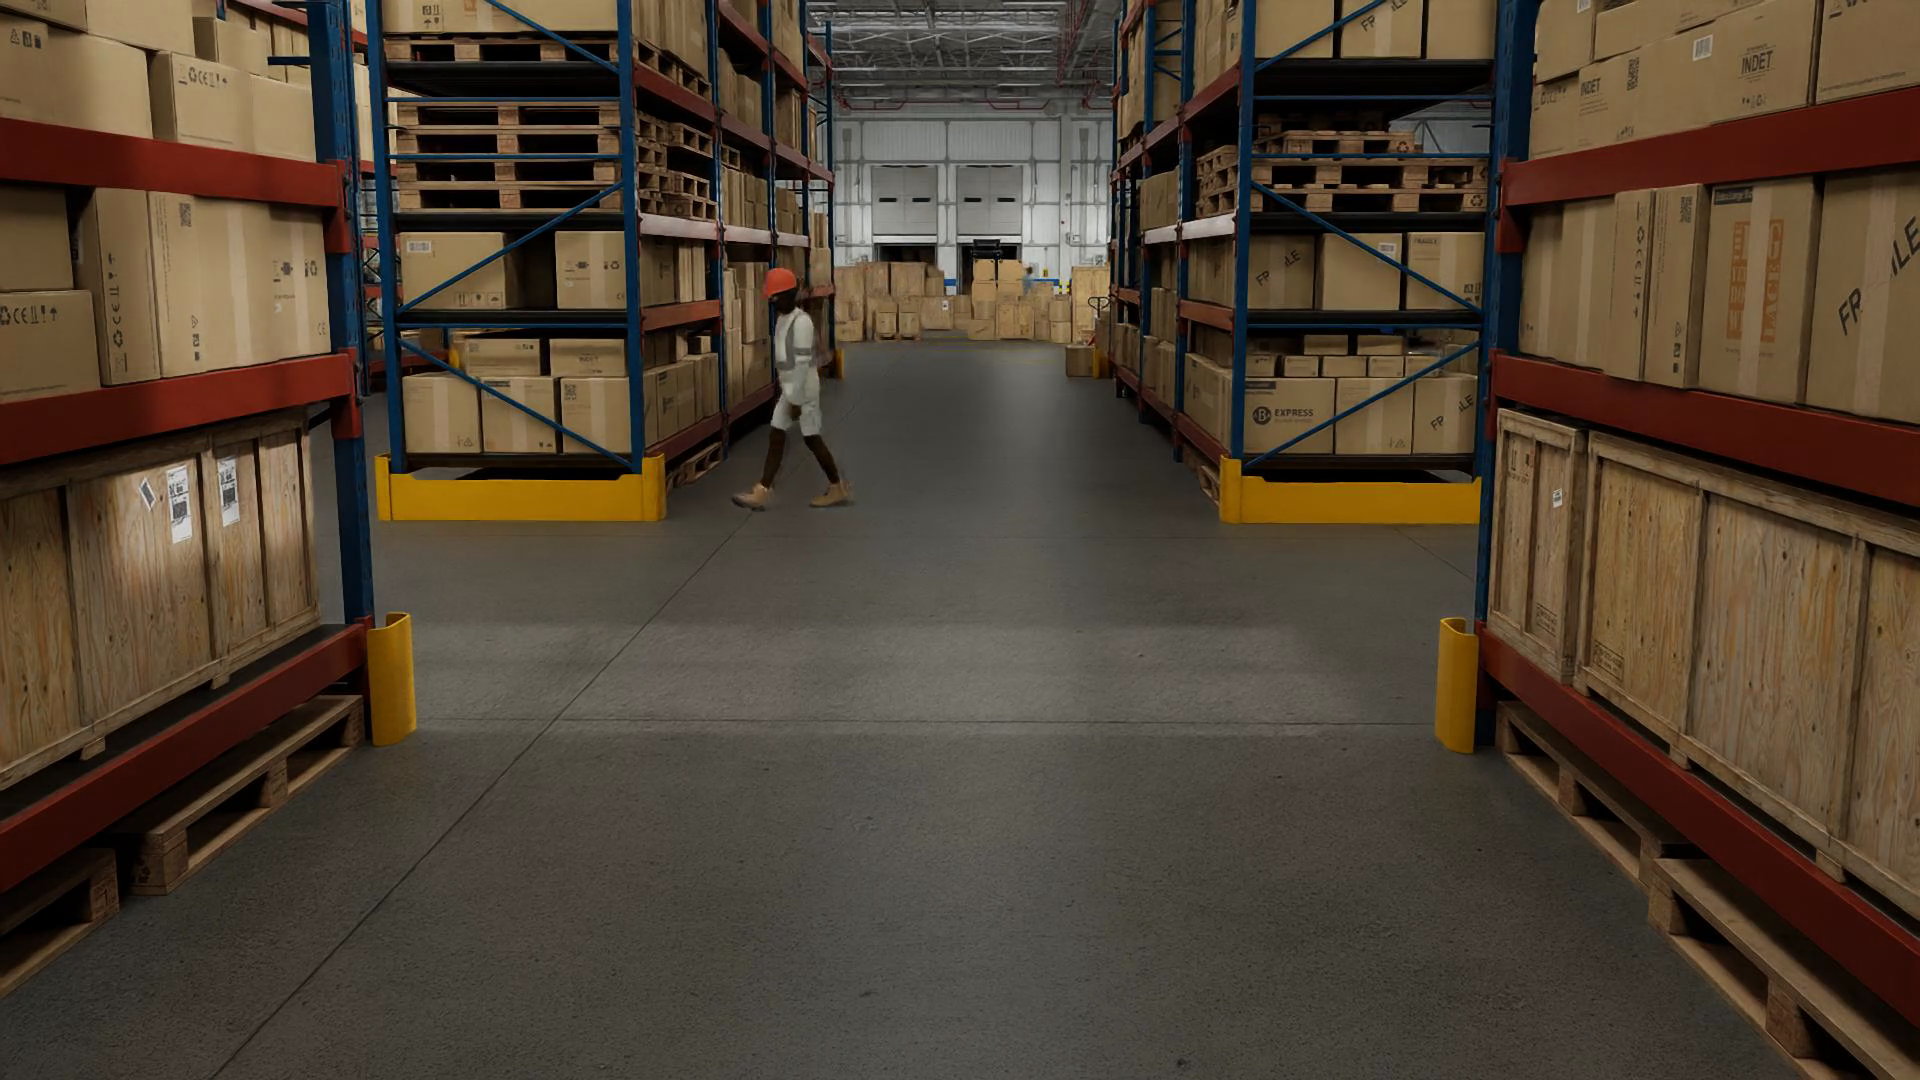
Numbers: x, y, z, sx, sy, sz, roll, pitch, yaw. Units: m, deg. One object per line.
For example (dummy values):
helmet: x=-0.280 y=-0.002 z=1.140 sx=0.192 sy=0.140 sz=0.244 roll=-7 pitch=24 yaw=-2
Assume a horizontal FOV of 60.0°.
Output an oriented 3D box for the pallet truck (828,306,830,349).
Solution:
pallet truck: x=-3.100 y=-3.940 z=29.800 sx=1.885 sy=1.965 sz=0.823 roll=3 pitch=10 yaw=19

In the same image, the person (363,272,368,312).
person: x=-23.910 y=-10.020 z=66.303 sx=0.619 sy=1.974 sz=0.425 roll=-8 pitch=13 yaw=-41

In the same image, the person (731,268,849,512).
person: x=-1.356 y=-1.203 z=13.495 sx=1.013 sy=1.975 sz=0.688 roll=-5 pitch=11 yaw=-26

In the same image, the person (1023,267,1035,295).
person: x=2.389 y=-8.360 z=56.633 sx=1.059 sy=1.877 sz=0.652 roll=-2 pitch=10 yaw=-14

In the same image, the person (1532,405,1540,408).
person: x=6.170 y=-1.695 z=17.477 sx=0.519 sy=1.618 sz=0.698 roll=2 pitch=10 yaw=14

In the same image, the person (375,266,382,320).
person: x=-20.600 y=-8.772 z=59.080 sx=0.355 sy=1.886 sz=0.572 roll=-3 pitch=10 yaw=-16

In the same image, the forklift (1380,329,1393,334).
forklift: x=7.556 y=-4.538 z=30.745 sx=1.873 sy=2.768 sz=1.129 roll=-9 pitch=13 yaw=-43

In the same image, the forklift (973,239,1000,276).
forklift: x=0.932 y=-9.093 z=58.027 sx=1.129 sy=2.768 sz=1.873 roll=0 pitch=9 yaw=1
